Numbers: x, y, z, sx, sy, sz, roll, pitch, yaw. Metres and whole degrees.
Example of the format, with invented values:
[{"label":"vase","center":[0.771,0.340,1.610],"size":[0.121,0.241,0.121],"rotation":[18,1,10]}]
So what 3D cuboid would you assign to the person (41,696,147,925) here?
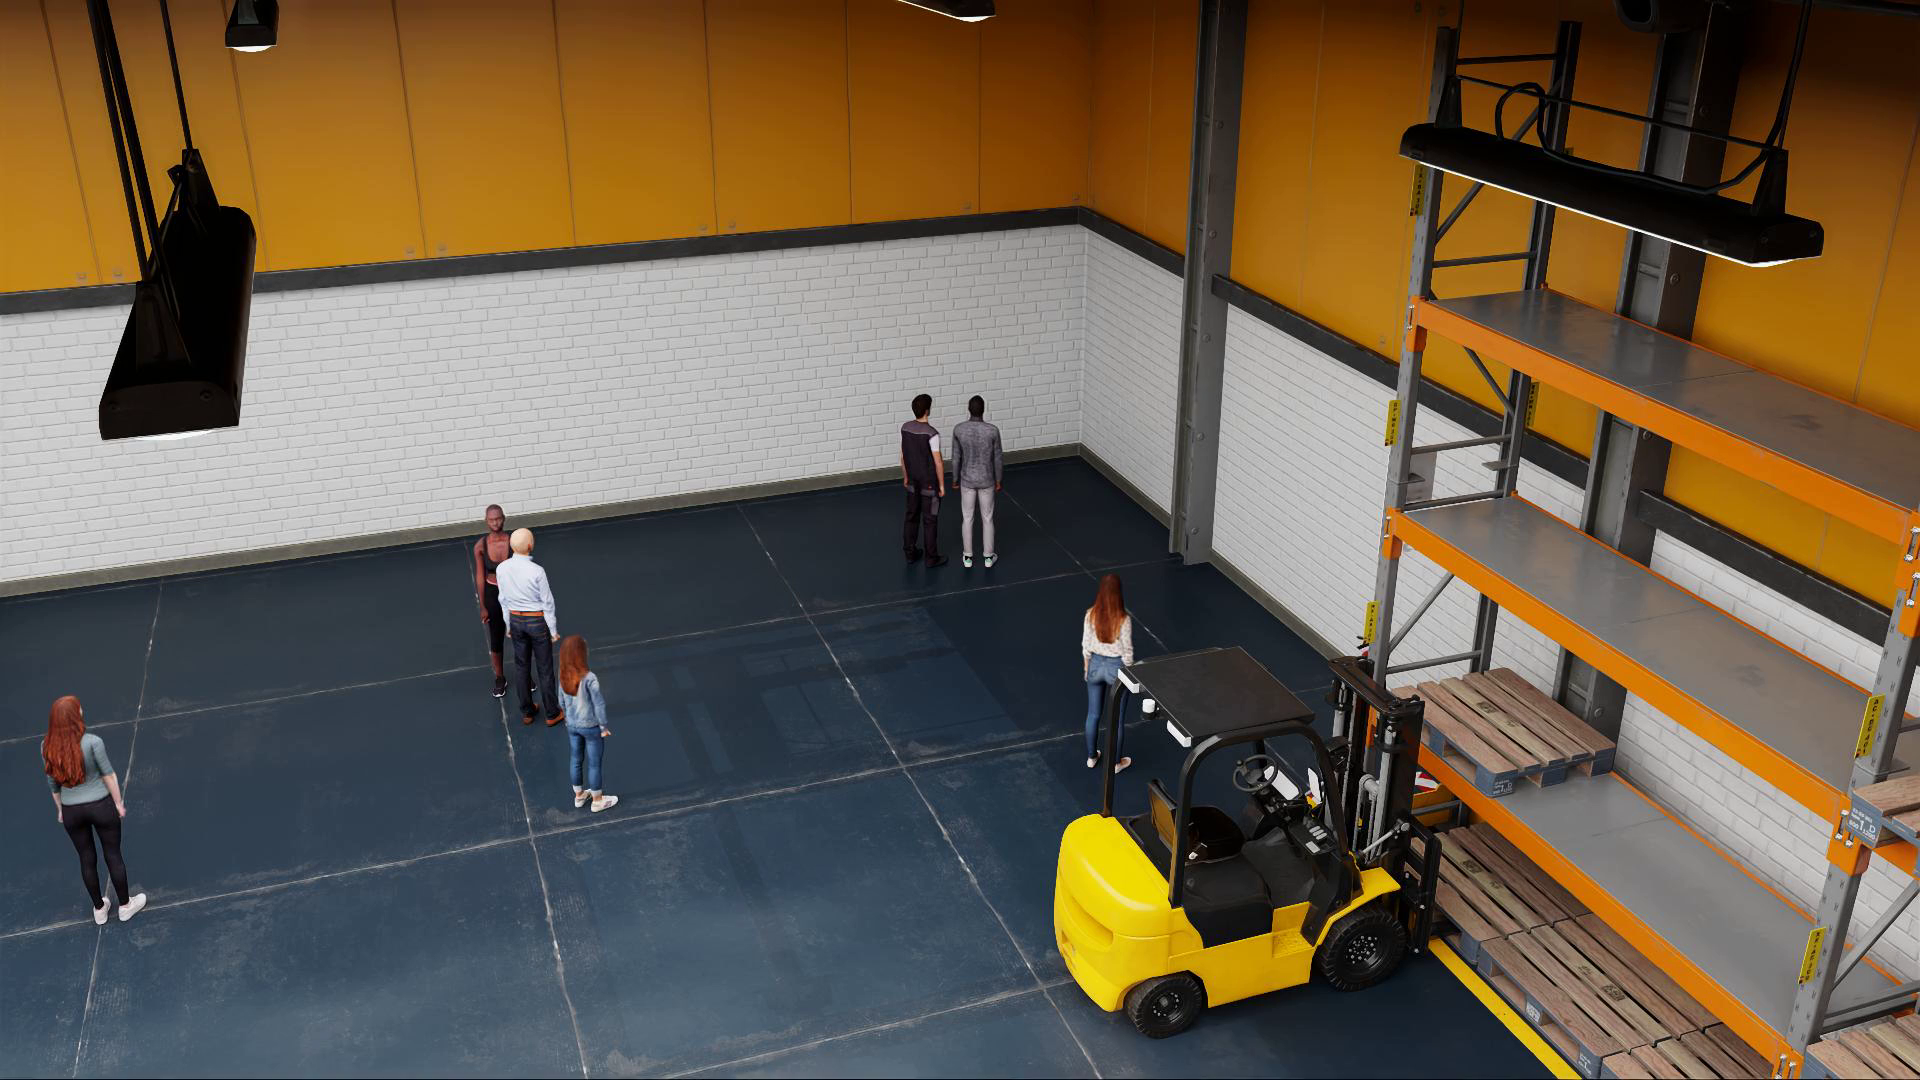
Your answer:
[{"label":"person","center":[-6.040,1.872,11.529],"size":[0.631,1.742,0.587],"rotation":[-3,24,-7]}]

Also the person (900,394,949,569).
[{"label":"person","center":[-0.385,-0.613,17.082],"size":[0.715,1.849,0.810],"rotation":[15,28,31]}]

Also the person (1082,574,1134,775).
[{"label":"person","center":[1.187,1.065,13.392],"size":[0.638,1.728,0.706],"rotation":[12,26,25]}]

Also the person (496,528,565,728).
[{"label":"person","center":[-3.629,0.736,14.065],"size":[0.734,1.791,0.752],"rotation":[5,24,12]}]

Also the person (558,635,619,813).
[{"label":"person","center":[-2.922,1.418,12.901],"size":[0.624,1.476,0.698],"rotation":[12,27,26]}]

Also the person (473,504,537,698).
[{"label":"person","center":[-4.010,0.508,14.630],"size":[0.569,1.758,0.515],"rotation":[-9,25,-19]}]

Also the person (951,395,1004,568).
[{"label":"person","center":[0.175,-0.604,17.072],"size":[0.762,1.838,0.729],"rotation":[3,24,7]}]
